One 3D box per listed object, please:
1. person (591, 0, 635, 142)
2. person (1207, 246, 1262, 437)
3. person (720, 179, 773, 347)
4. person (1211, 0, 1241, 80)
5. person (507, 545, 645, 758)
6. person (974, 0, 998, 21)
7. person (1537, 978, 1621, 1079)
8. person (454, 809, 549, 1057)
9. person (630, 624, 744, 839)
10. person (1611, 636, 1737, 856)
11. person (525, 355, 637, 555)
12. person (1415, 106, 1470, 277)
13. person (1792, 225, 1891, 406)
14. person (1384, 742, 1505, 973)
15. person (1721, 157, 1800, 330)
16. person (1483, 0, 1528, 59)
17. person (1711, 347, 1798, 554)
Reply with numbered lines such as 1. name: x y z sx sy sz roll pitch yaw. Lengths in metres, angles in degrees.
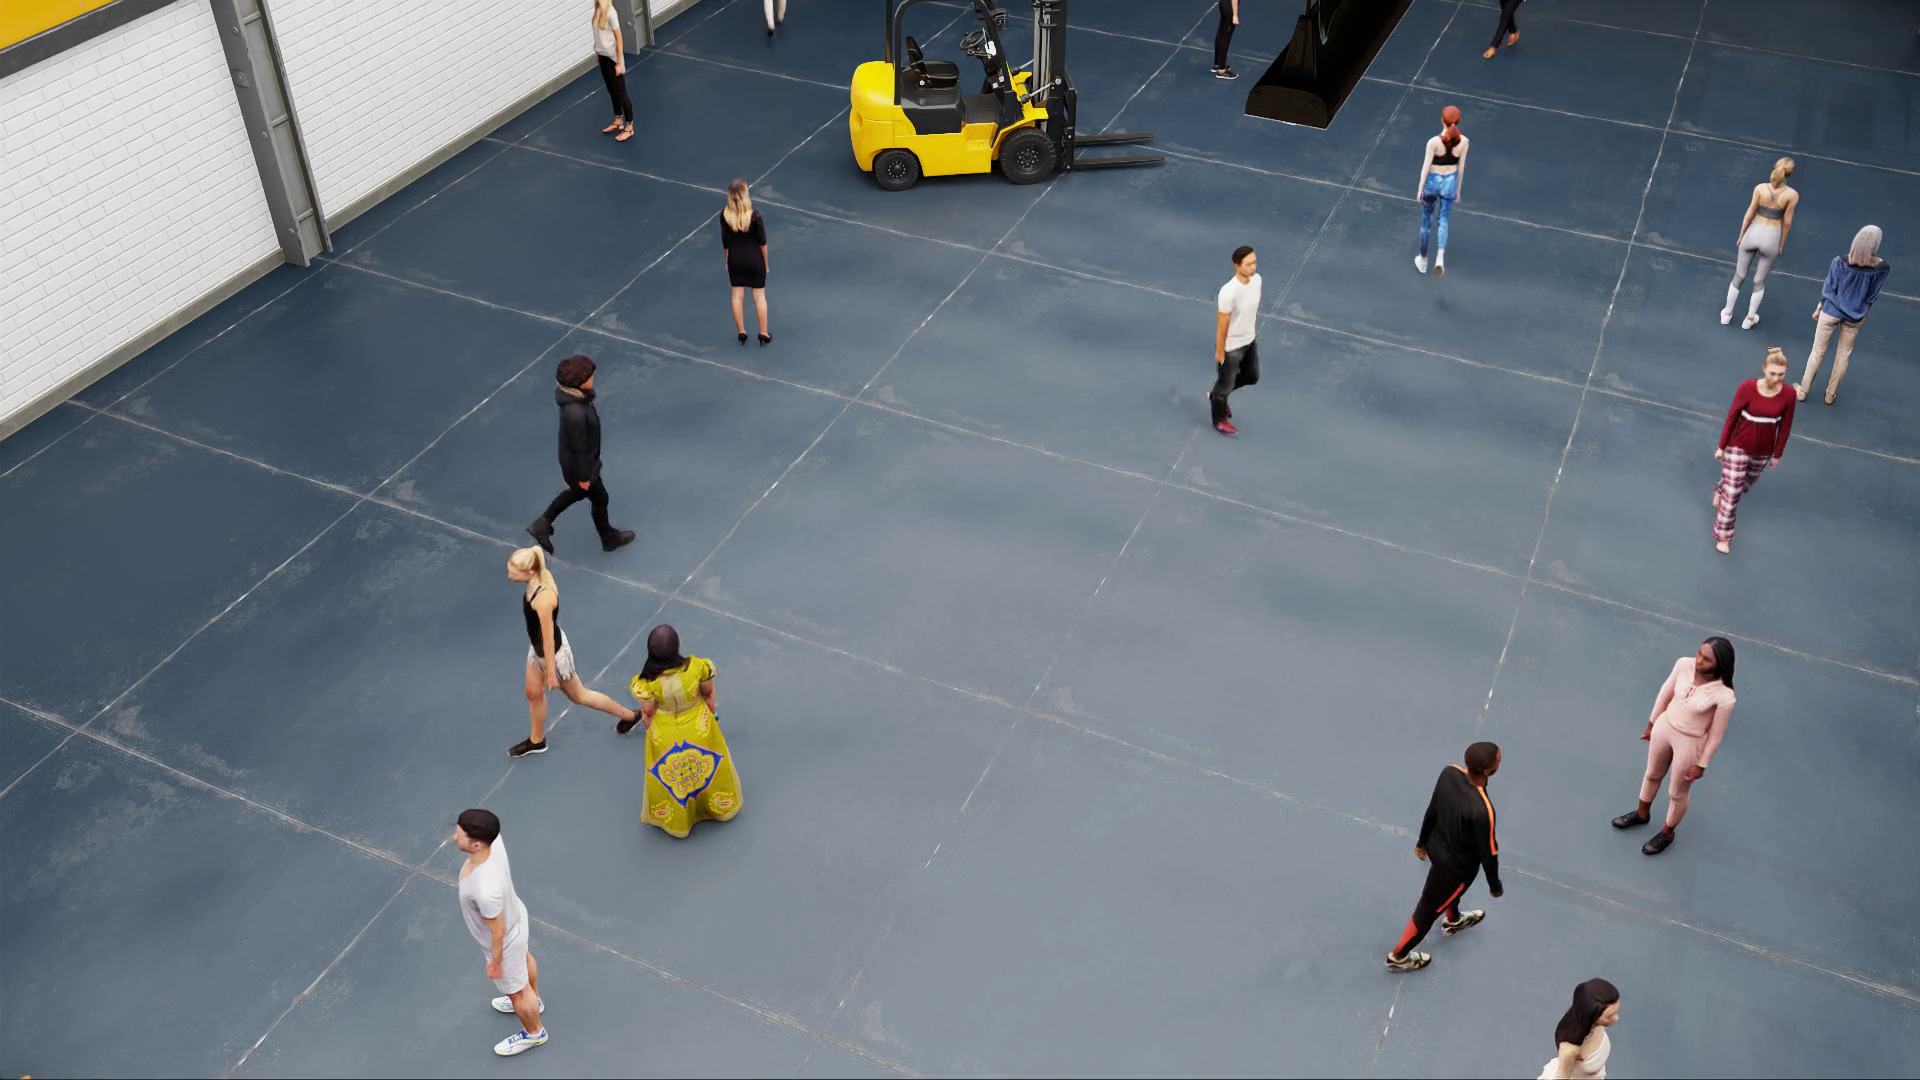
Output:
1. person: -3.923 -5.418 18.722 0.673 1.826 0.690 -28 46 -30
2. person: 2.277 -1.725 14.131 0.752 1.794 0.837 -31 48 -33
3. person: -1.961 -2.531 15.226 0.597 1.677 0.555 5 39 6
4. person: 3.248 -6.435 20.141 0.685 1.644 0.589 -6 39 -7
5. person: -2.610 0.731 11.039 1.199 1.805 1.164 -11 40 -13
6. person: 0.375 -7.675 21.587 0.779 1.776 0.652 -4 39 -5
7. person: 3.073 2.807 8.495 0.673 1.736 0.530 26 45 29
8. person: -2.543 2.146 9.226 0.825 1.856 0.736 -8 39 -10
9. person: -1.776 1.200 10.578 0.990 1.658 1.054 -14 41 -16
10. person: 4.525 1.269 10.432 0.737 1.721 0.704 -17 42 -20
11. person: -2.992 -0.588 12.742 1.148 1.740 1.070 -12 40 -14
12. person: 4.679 -3.330 16.156 0.785 1.775 0.963 1 39 1
13. person: 7.697 -1.963 14.507 0.655 1.698 0.621 9 39 11
14. person: 2.757 1.876 9.626 1.051 1.778 1.034 -7 39 -9
15. person: 7.469 -2.774 15.510 0.580 1.702 0.563 22 44 25
16. person: 6.920 -6.858 20.690 1.152 1.619 0.979 -27 46 -30
17. person: 6.167 -0.754 13.008 0.789 1.668 1.048 6 39 8
